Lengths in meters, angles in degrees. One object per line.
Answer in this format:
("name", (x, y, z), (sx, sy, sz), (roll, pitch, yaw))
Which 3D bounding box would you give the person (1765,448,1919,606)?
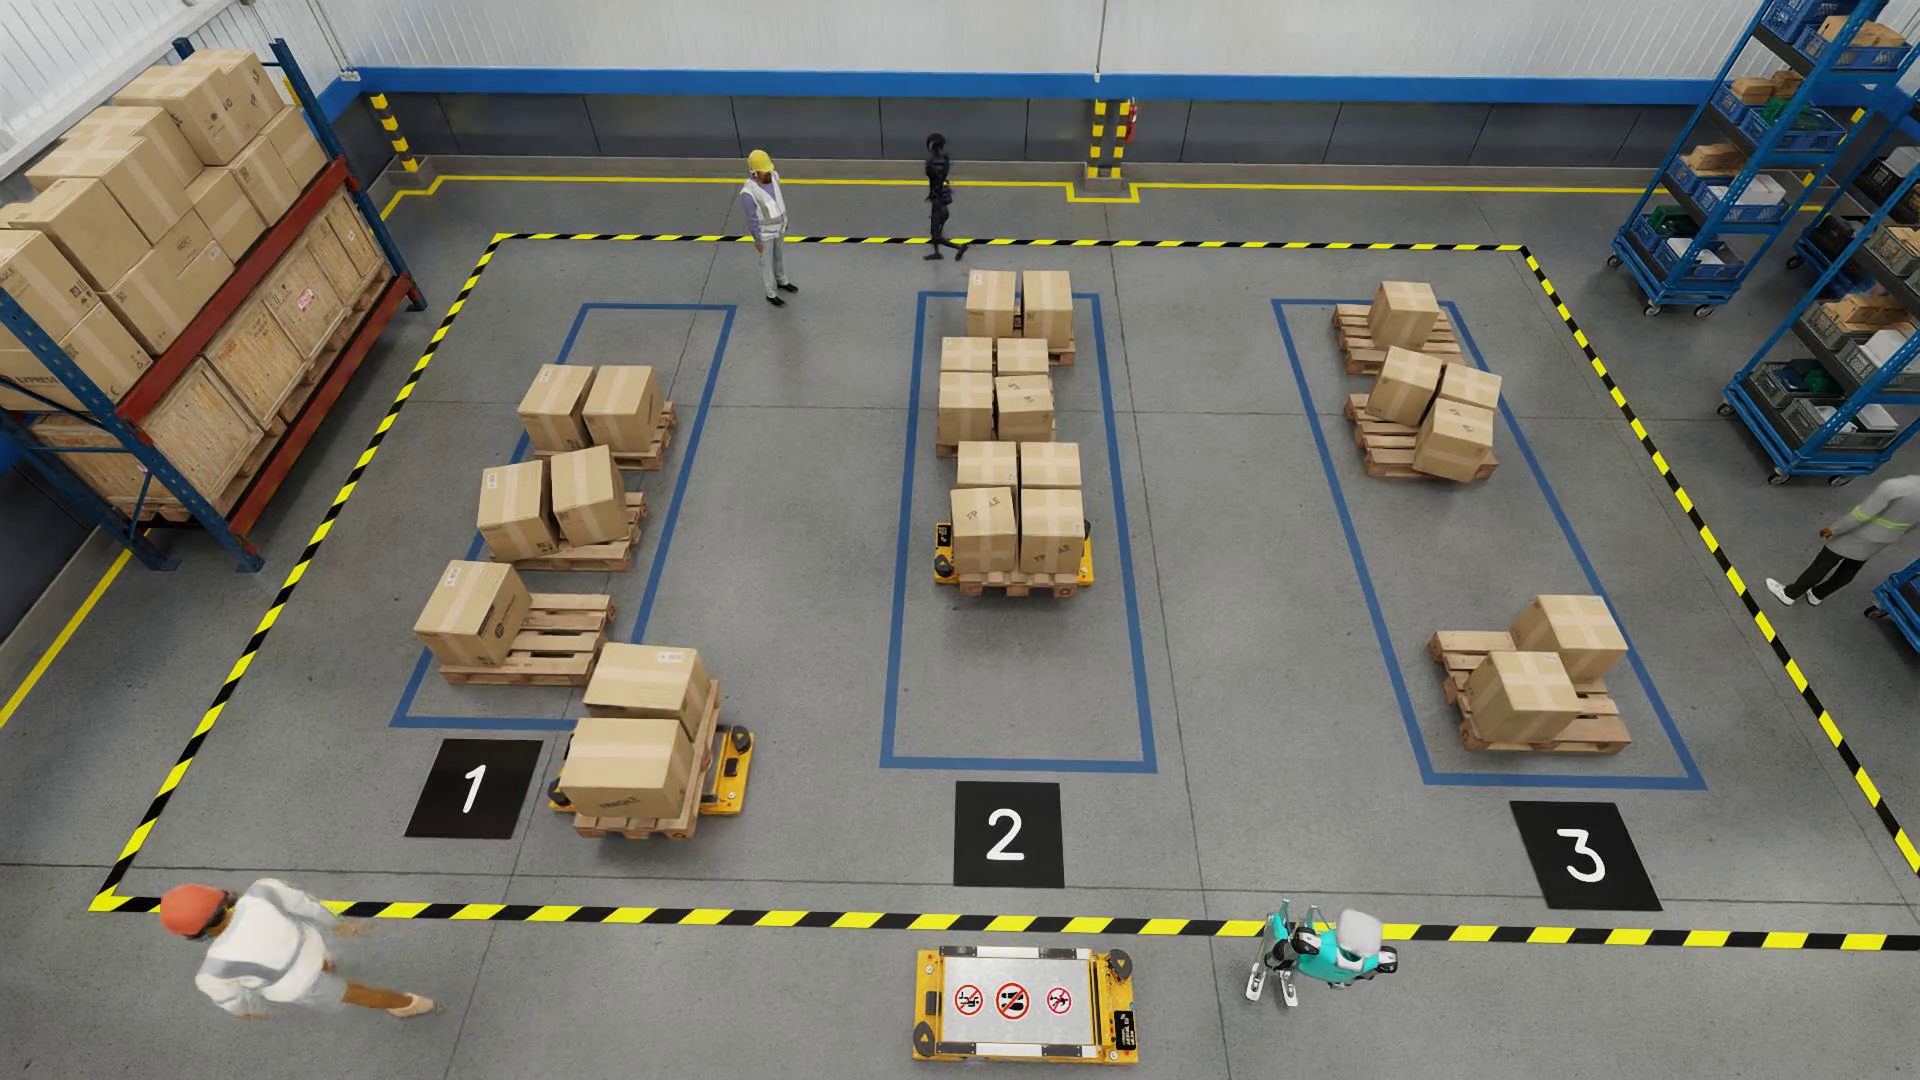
("person", (7.477, -0.102, 7.550), (0.587, 1.848, 0.397), (4, 51, 3))

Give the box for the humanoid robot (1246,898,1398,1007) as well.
("humanoid robot", (2.115, 2.380, 5.515), (0.533, 1.672, 0.735), (10, 52, 8))

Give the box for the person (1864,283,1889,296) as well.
("person", (9.801, -2.636, 9.688), (0.511, 1.726, 0.869), (1, 51, 1))

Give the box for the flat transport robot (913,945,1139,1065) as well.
("flat transport robot", (0.422, 3.041, 6.007), (1.431, 0.231, 0.659), (1, 51, 1))

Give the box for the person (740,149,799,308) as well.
("person", (-2.139, -3.522, 10.350), (0.404, 1.828, 0.590), (22, 54, 17))

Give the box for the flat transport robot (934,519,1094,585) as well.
("flat transport robot", (0.490, 0.087, 8.397), (1.431, 0.197, 0.652), (1, 51, 1))

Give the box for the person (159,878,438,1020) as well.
("person", (-3.945, 2.469, 5.369), (1.033, 1.989, 0.608), (-2, 51, -1))

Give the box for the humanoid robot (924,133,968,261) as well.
("humanoid robot", (-0.185, -4.036, 10.866), (0.495, 1.637, 0.602), (-7, 51, -5))

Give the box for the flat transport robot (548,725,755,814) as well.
("flat transport robot", (-2.356, 1.746, 7.044), (1.431, 0.197, 0.652), (1, 51, 1))
